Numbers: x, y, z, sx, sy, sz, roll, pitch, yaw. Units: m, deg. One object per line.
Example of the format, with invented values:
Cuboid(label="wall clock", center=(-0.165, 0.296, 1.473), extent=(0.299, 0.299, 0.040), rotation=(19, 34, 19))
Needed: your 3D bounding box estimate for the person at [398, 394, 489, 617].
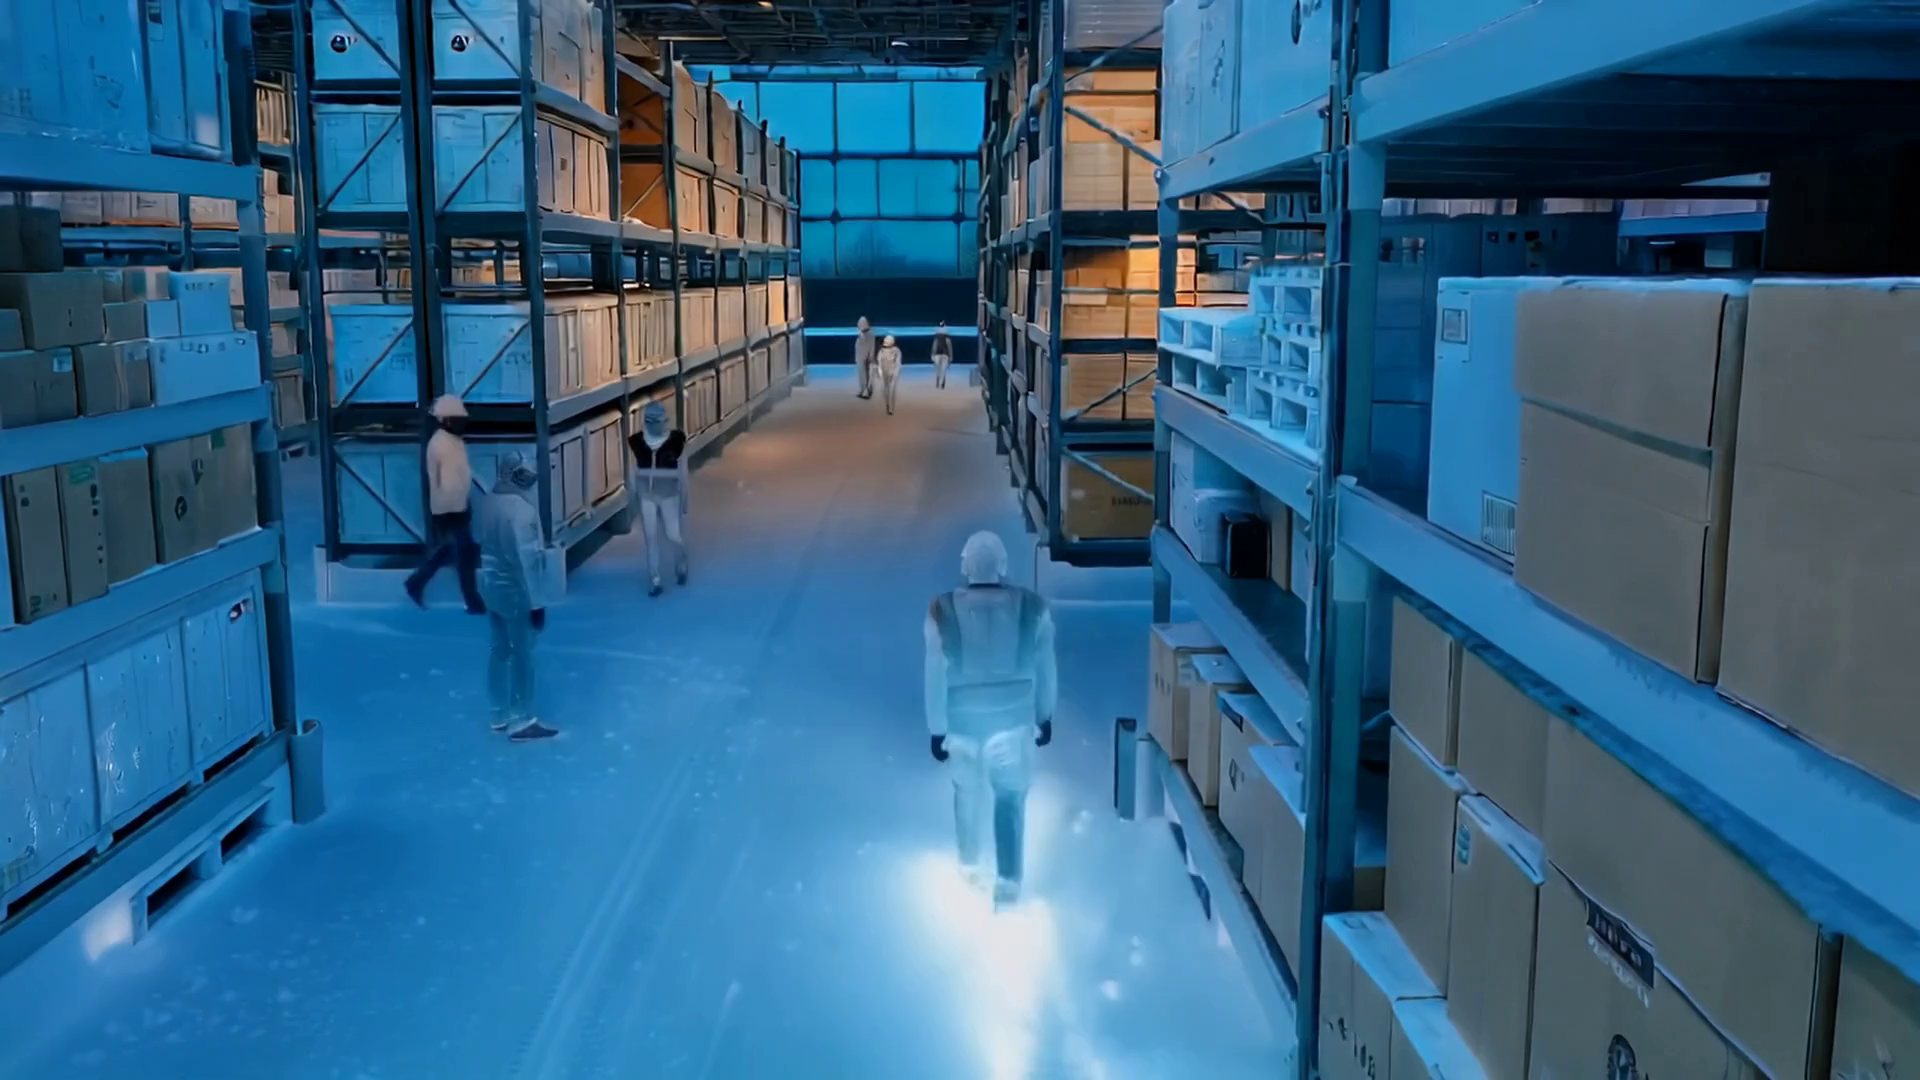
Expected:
Cuboid(label="person", center=(-4.501, -0.295, 14.479), extent=(0.888, 1.968, 0.629), rotation=(0, 9, 2))

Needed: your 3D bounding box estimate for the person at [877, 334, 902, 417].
Cuboid(label="person", center=(-1.460, -3.424, 34.463), extent=(0.500, 1.699, 0.901), rotation=(0, 9, -1))

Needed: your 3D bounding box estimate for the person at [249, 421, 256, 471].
Cuboid(label="person", center=(-9.527, -1.381, 22.248), extent=(0.530, 1.606, 0.561), rotation=(4, 10, 24))

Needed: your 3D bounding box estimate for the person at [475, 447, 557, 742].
Cuboid(label="person", center=(-2.872, 0.343, 10.762), extent=(0.399, 1.902, 0.665), rotation=(-8, 12, -39))

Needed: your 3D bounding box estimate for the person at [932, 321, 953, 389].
Cuboid(label="person", center=(-0.447, -4.701, 42.235), extent=(0.531, 1.722, 0.908), rotation=(1, 9, 4))

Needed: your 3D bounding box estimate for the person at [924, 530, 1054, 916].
Cuboid(label="person", center=(0.141, 0.854, 7.928), extent=(0.626, 1.816, 0.908), rotation=(0, 9, -2))

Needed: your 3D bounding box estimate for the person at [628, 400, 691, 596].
Cuboid(label="person", center=(-2.797, -0.401, 15.506), extent=(0.567, 1.832, 0.448), rotation=(1, 9, 4))

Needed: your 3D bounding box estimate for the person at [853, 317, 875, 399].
Cuboid(label="person", center=(-2.270, -4.273, 39.028), extent=(0.404, 1.911, 0.636), rotation=(-6, 11, -33))
